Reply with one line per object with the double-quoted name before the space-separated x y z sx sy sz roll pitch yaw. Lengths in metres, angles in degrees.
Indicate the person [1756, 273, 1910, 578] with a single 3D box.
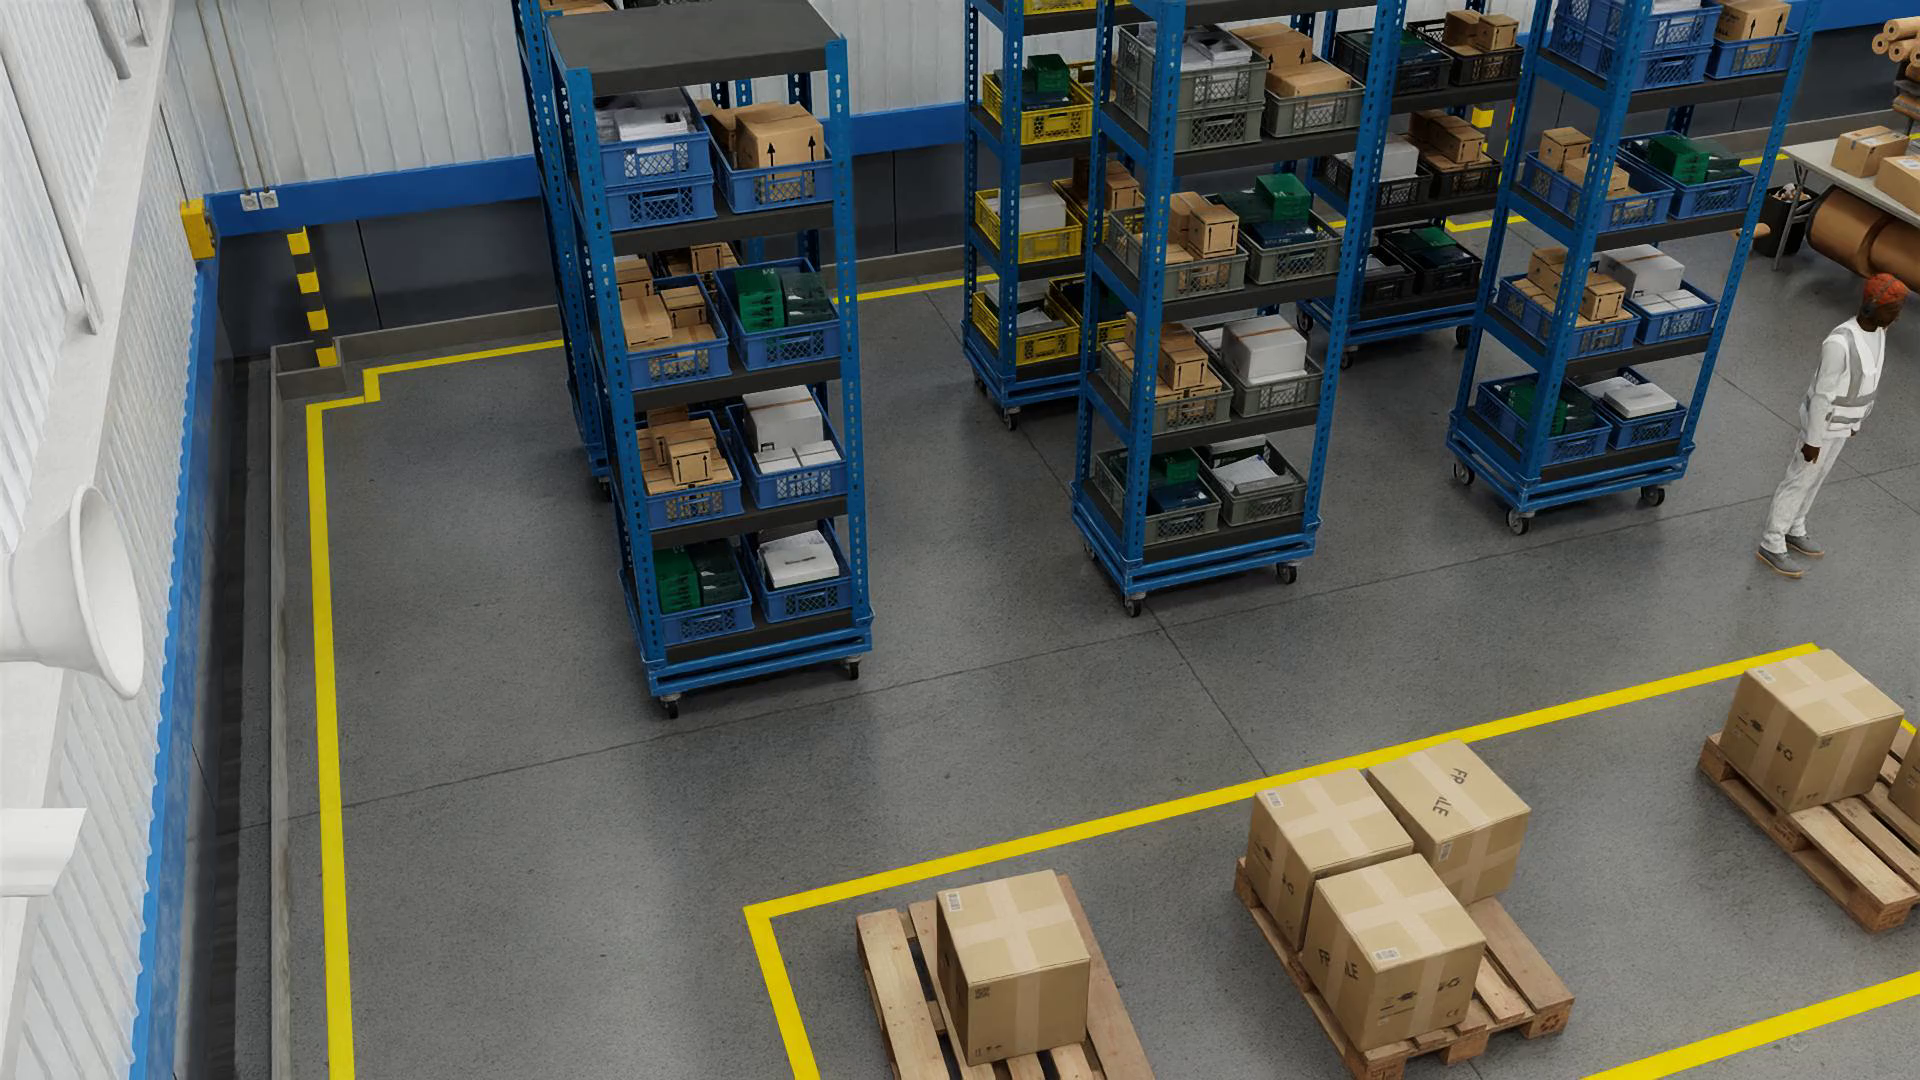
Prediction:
"person" 5.038 -0.672 9.604 0.573 1.887 0.355 -27 43 -33
